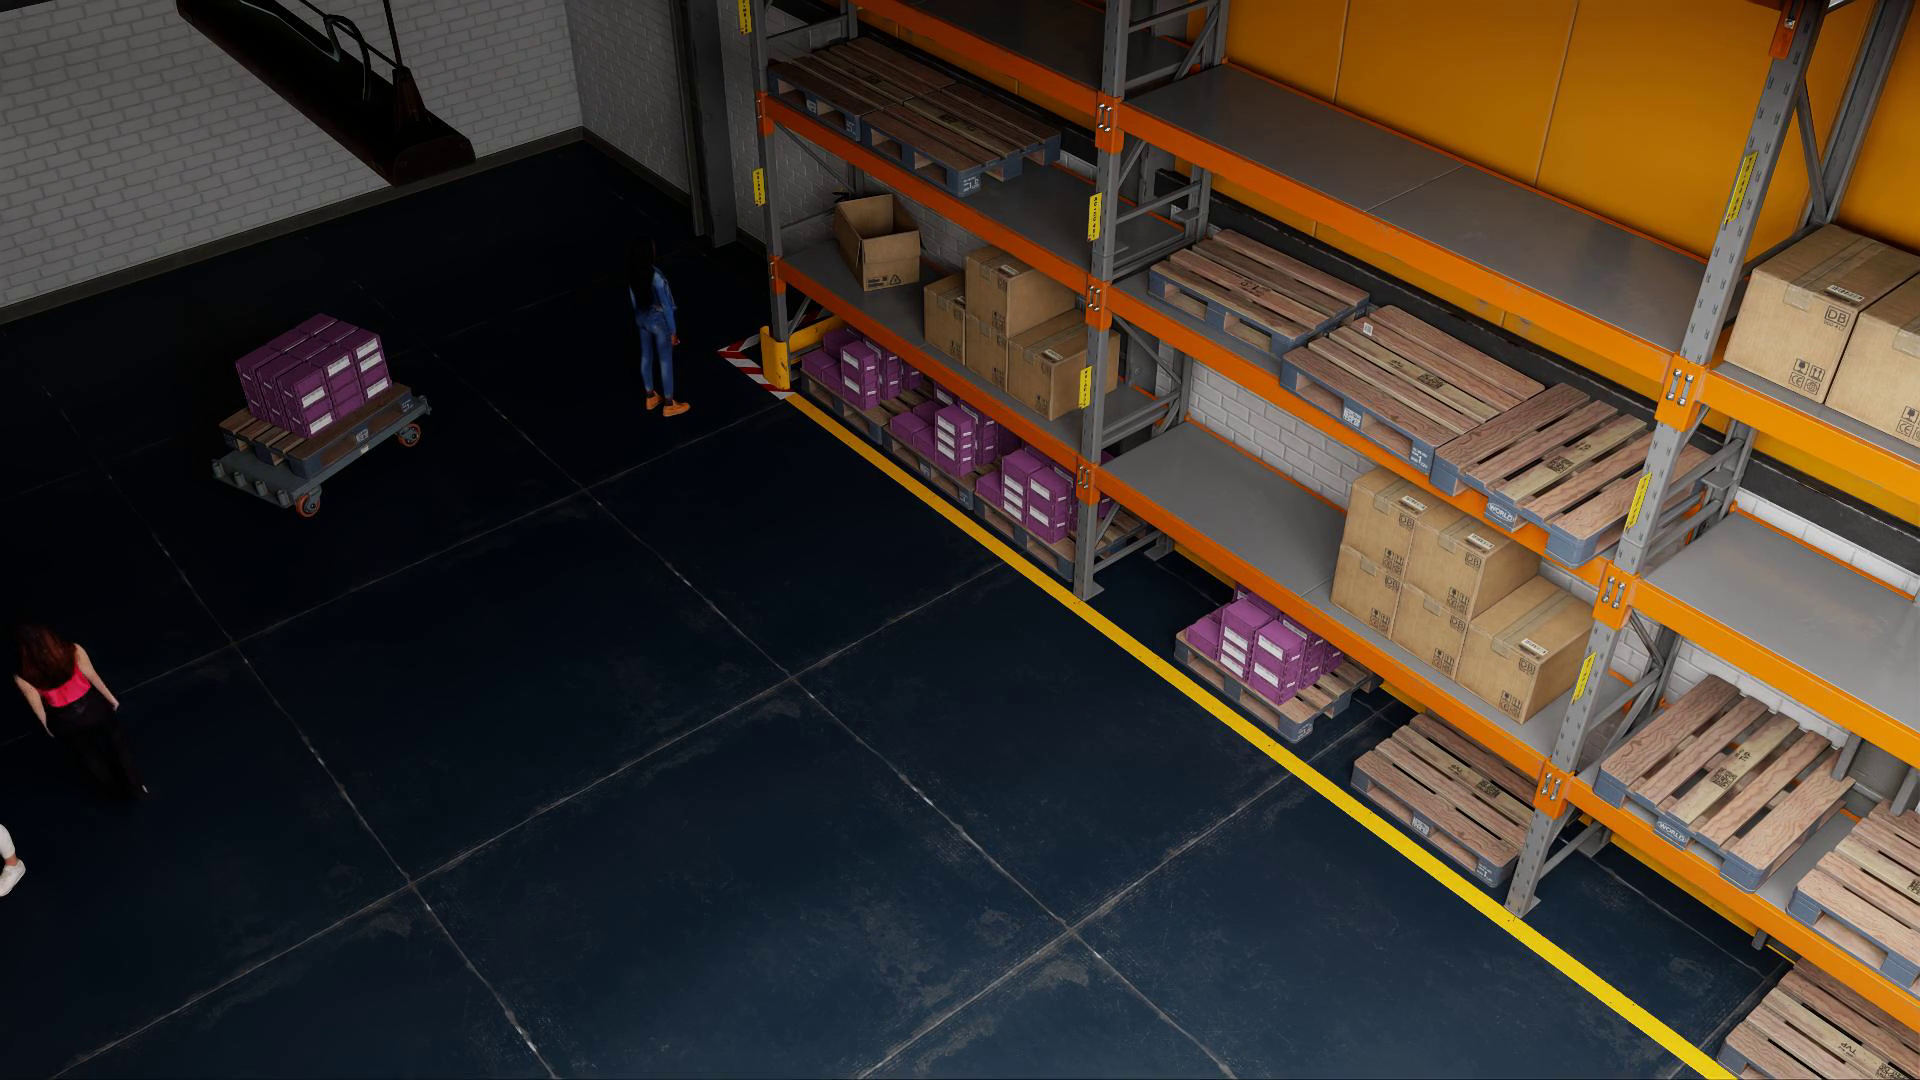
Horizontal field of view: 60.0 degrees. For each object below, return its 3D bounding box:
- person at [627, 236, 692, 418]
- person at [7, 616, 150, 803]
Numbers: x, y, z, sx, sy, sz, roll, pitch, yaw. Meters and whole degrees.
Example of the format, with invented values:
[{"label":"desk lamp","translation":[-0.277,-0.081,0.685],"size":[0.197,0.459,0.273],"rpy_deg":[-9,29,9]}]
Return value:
[{"label":"person","translation":[-2.660,-1.864,14.436],"size":[0.525,1.712,0.710],"rpy_deg":[26,45,29]},{"label":"person","translation":[-5.646,1.171,10.695],"size":[0.644,1.639,0.740],"rpy_deg":[-21,43,-25]}]
